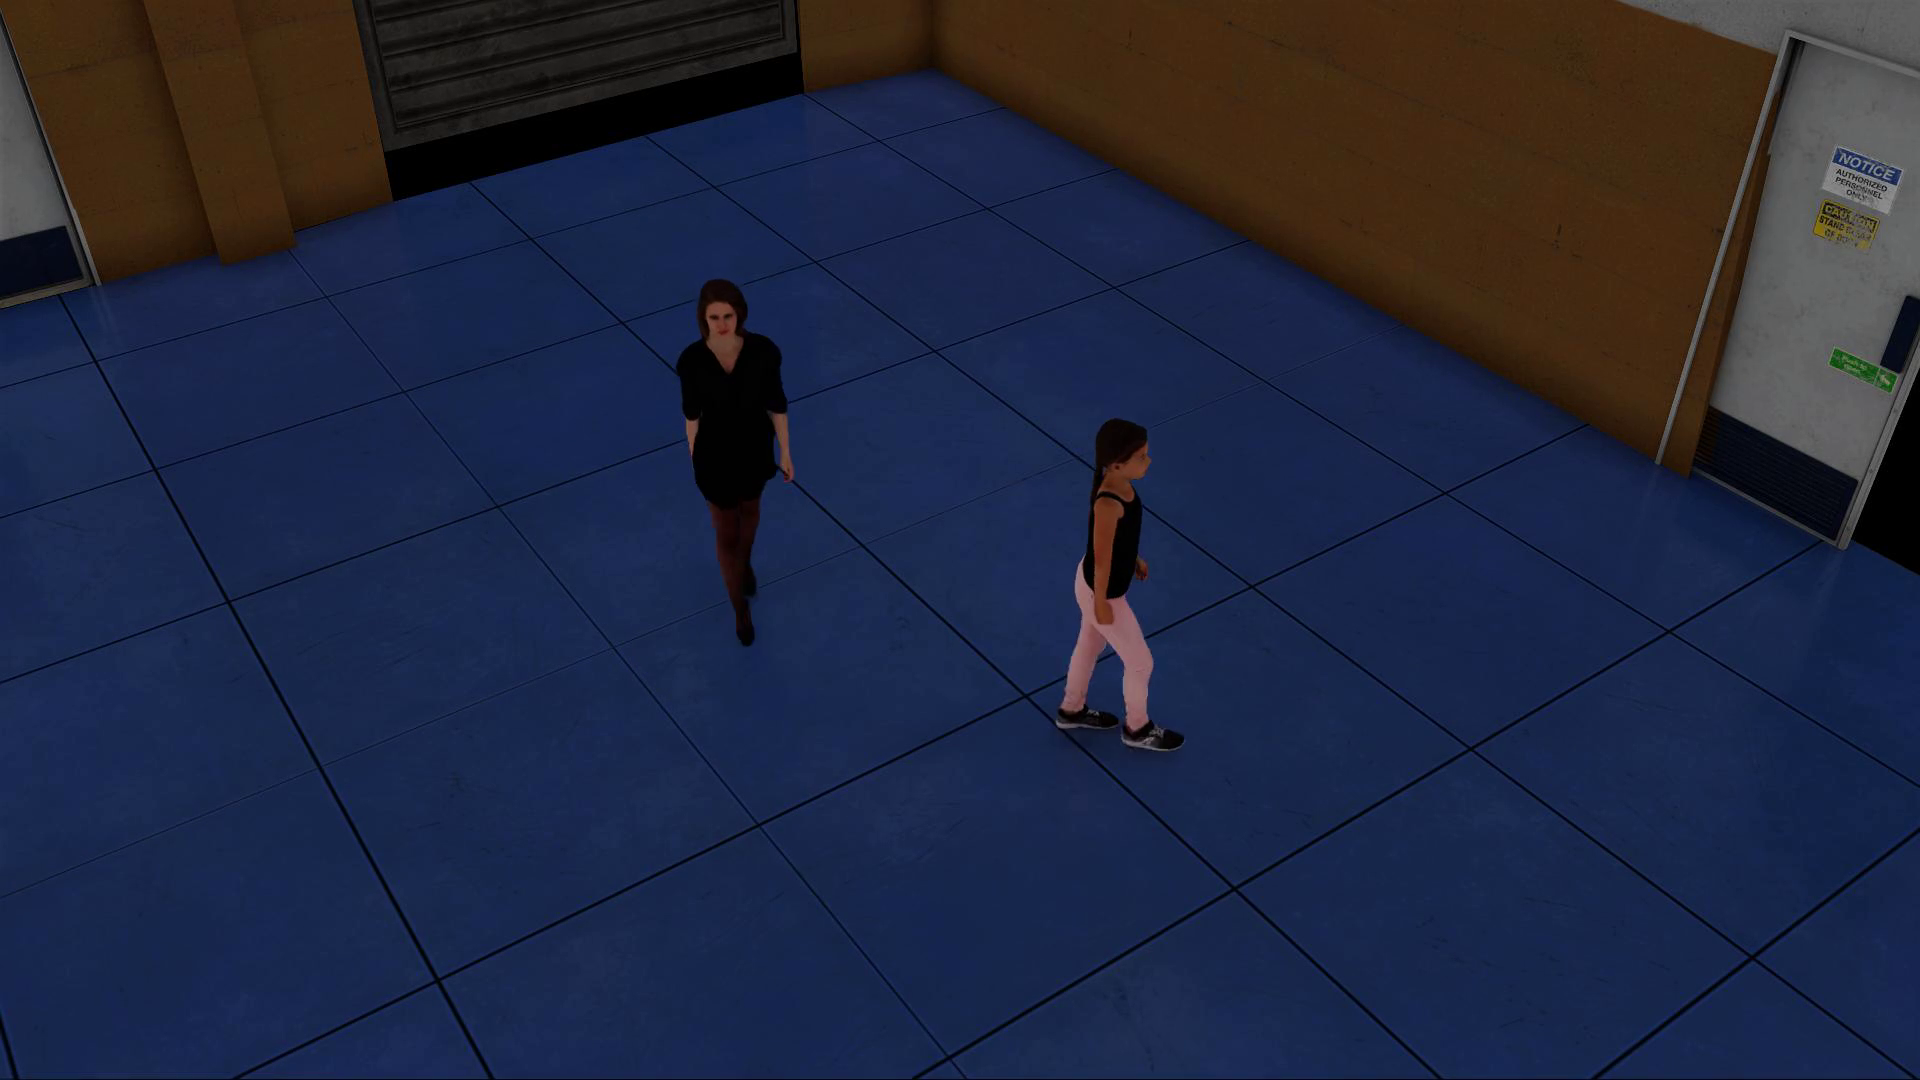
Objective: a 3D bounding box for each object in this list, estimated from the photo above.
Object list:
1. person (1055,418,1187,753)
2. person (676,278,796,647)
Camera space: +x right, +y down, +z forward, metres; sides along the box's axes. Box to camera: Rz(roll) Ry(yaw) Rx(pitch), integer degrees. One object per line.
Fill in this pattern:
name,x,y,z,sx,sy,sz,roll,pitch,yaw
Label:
person,0.518,0.186,6.607,0.861,1.552,0.789,4,37,5
person,-0.995,-0.427,7.300,0.853,1.684,0.805,-11,38,-15
